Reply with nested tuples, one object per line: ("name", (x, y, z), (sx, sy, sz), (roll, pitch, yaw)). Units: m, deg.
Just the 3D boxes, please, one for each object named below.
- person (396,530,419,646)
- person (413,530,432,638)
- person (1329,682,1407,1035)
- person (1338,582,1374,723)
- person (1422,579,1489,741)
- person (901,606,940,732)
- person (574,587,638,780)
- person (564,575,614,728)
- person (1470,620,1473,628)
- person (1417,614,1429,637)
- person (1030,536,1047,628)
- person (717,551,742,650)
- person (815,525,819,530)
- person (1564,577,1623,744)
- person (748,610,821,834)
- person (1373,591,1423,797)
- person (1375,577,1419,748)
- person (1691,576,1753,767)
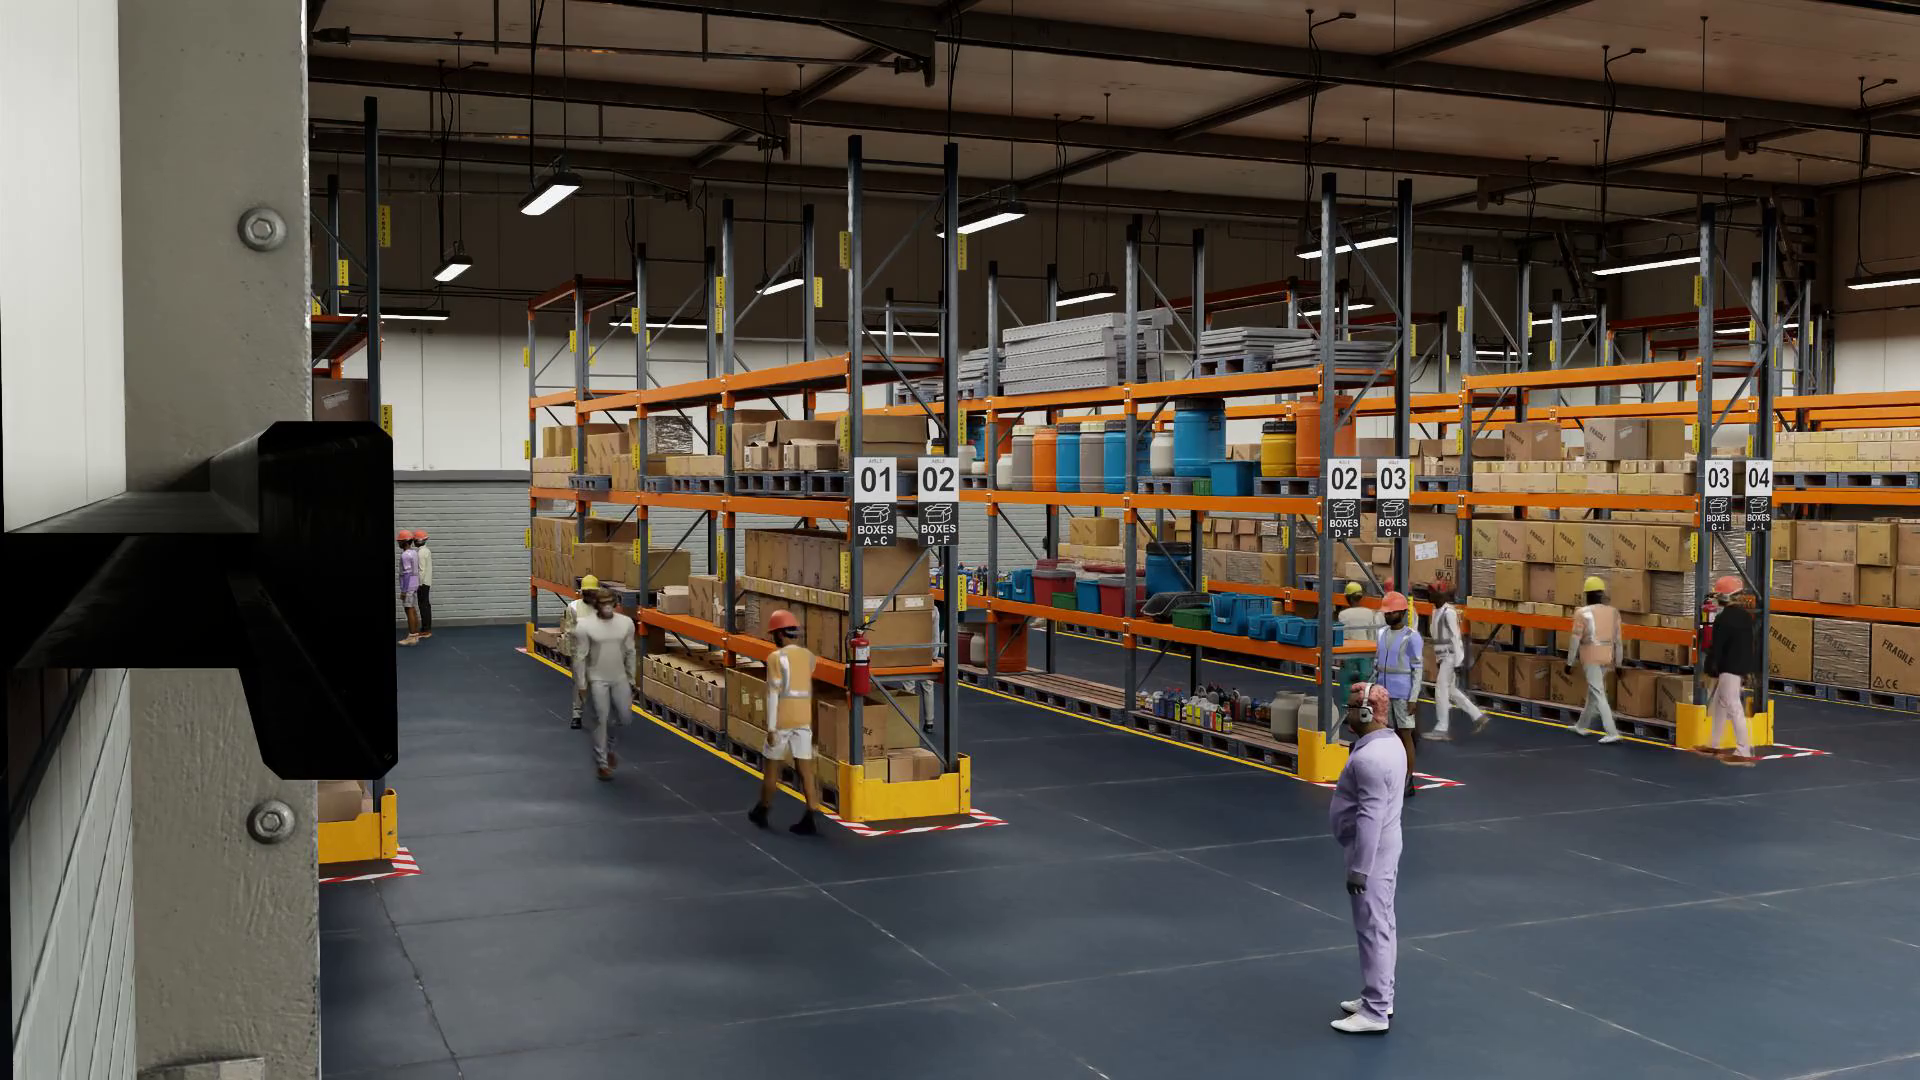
("person", (-9.753, 0.841, 31.588), (0.397, 2.043, 0.609), (0, 2, -2))
("person", (-9.963, 0.805, 33.140), (0.389, 1.992, 0.625), (0, 2, -6))
("person", (2.249, 1.739, 9.909), (0.408, 1.908, 0.645), (1, 2, 22))
("person", (4.836, 1.374, 21.664), (0.531, 1.742, 0.759), (-1, 2, -24))
("person", (5.700, 1.365, 20.553), (0.750, 1.853, 0.591), (0, 2, 1))
("person", (-0.527, 1.354, 21.041), (0.588, 1.822, 0.403), (-1, 2, -20))
("person", (-3.548, 1.423, 17.943), (0.652, 1.923, 0.482), (-1, 3, -33))
("person", (-4.455, 1.330, 21.520), (0.590, 1.835, 0.404), (0, 2, -11))
("person", (8.273, 0.979, 29.877), (0.640, 1.891, 0.597), (-1, 2, -21))
("person", (7.666, 1.003, 29.708), (0.604, 1.878, 0.893), (0, 2, -11))
("person", (1.850, 0.818, 35.229), (0.890, 1.815, 0.613), (-1, 2, -22))
("person", (-3.677, 1.066, 28.326), (0.527, 1.845, 0.796), (-1, 3, -34))
("person", (-3.124, 0.635, 38.005), (0.604, 1.960, 0.369), (2, 3, 37))
("person", (7.220, 1.355, 20.367), (0.590, 1.877, 0.993), (-1, 2, -22))
("person", (-1.478, 1.548, 15.346), (0.570, 1.881, 0.868), (-2, 3, -45))
("person", (4.118, 1.453, 16.994), (0.363, 1.935, 0.551), (-1, 3, -34))
("person", (4.862, 1.363, 19.999), (0.560, 1.887, 1.018), (-1, 2, -15))
("person", (7.980, 1.365, 18.859), (0.644, 1.960, 0.865), (-2, 3, -41))
